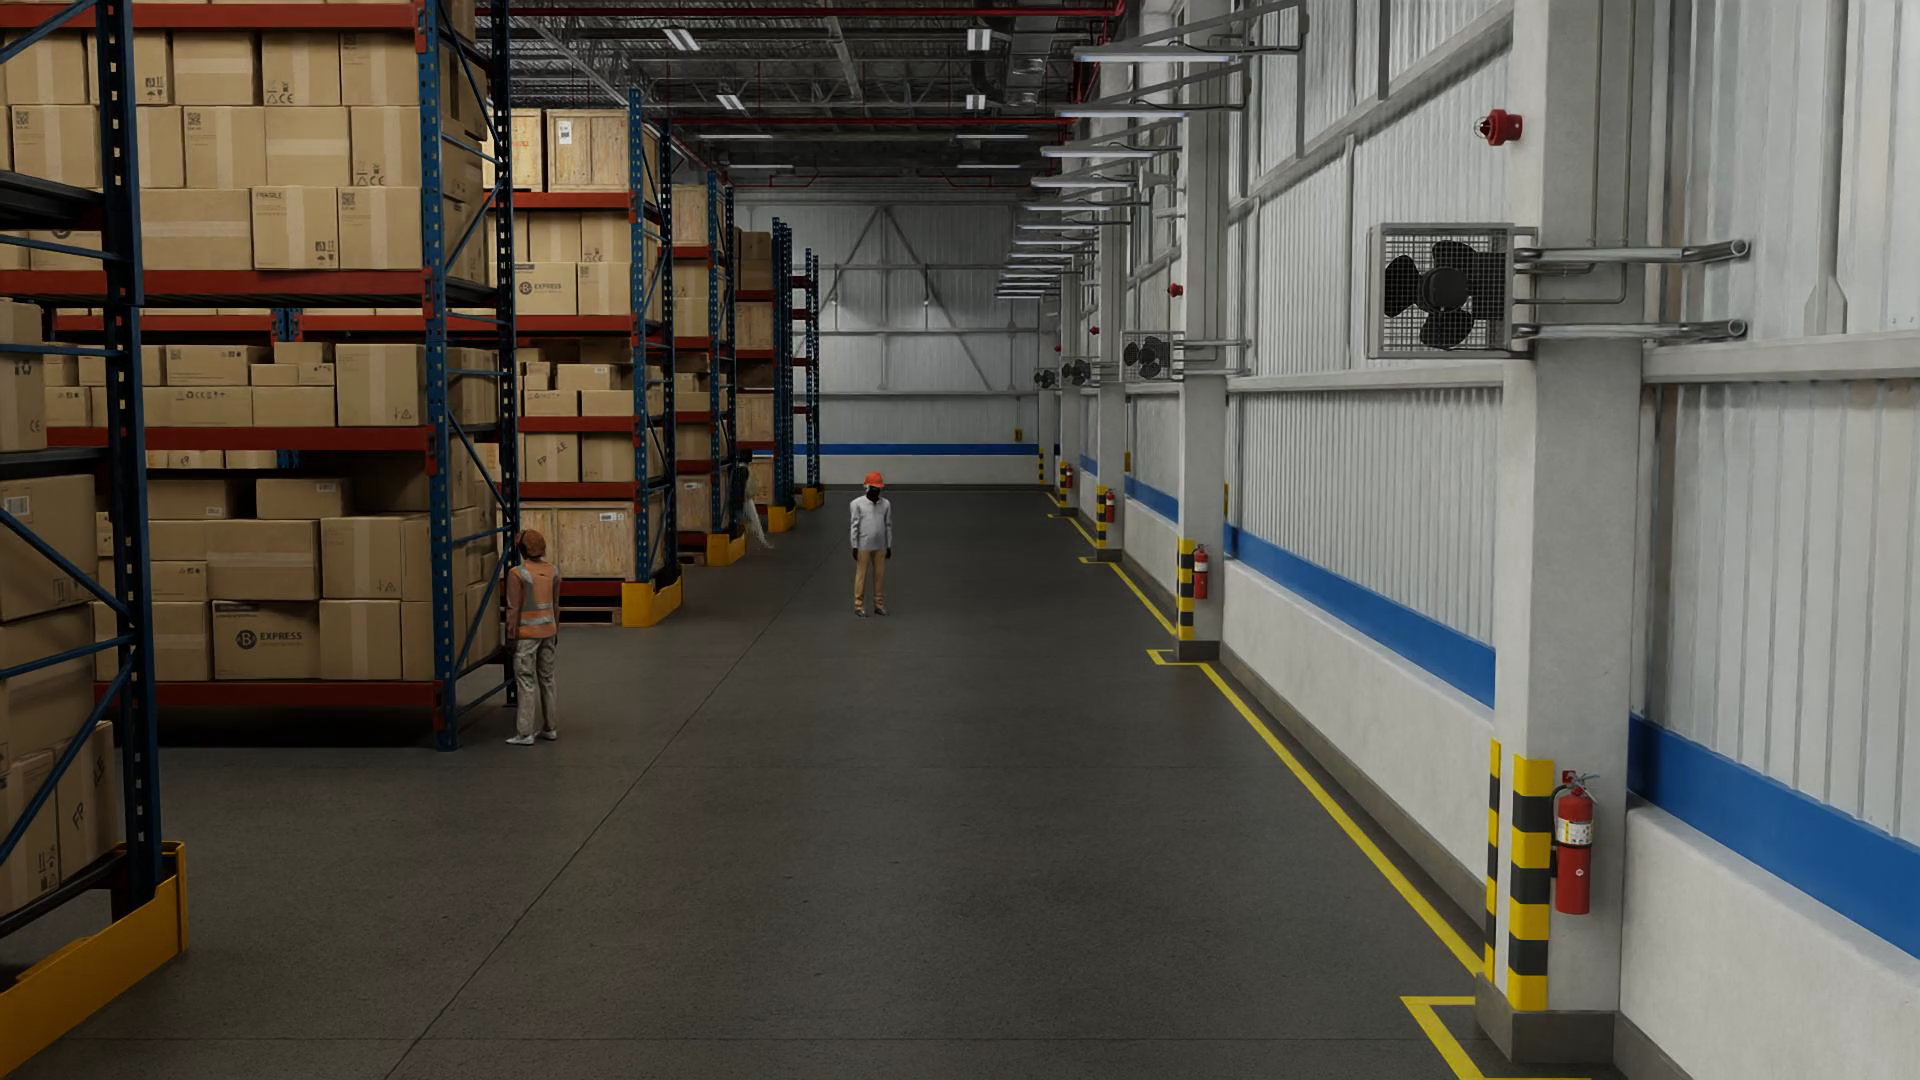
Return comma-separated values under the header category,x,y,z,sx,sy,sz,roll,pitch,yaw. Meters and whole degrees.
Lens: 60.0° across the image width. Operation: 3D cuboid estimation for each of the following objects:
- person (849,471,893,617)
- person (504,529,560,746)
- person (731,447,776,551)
category,x,y,z,sx,sy,sz,roll,pitch,yaw
person,-1.048,0.053,19.842,0.566,1.744,0.350,-3,6,-32
person,-3.224,0.733,12.580,0.318,1.631,0.524,3,6,29
person,-3.669,-0.694,28.309,0.968,1.790,0.639,-1,5,-11
